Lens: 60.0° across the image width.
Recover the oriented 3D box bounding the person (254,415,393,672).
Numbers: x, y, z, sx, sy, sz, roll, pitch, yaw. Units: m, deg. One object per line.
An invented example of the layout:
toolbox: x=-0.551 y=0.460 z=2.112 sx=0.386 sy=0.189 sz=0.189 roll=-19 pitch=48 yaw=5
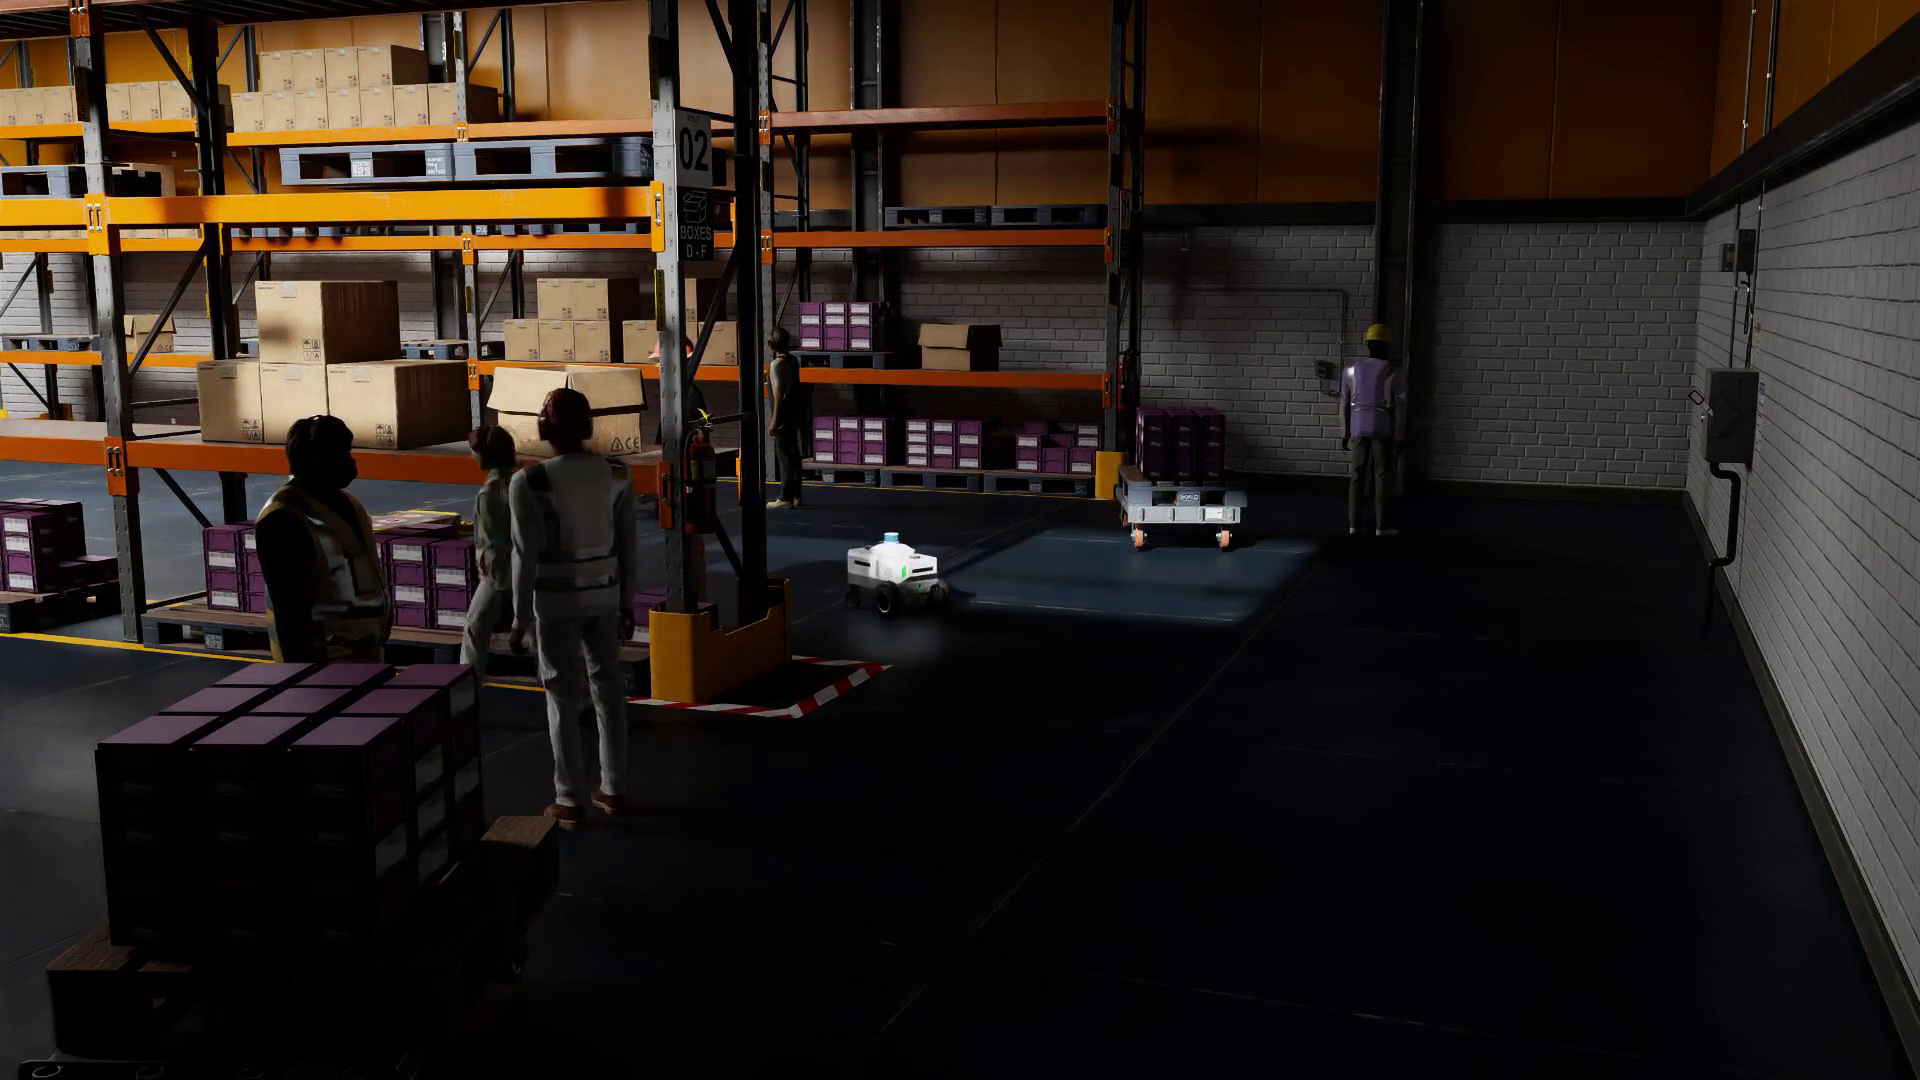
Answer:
person: x=-2.359 y=0.449 z=6.264 sx=0.429 sy=1.844 sz=0.626 roll=0 pitch=9 yaw=1

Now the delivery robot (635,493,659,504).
delivery robot: x=-3.110 y=-0.575 z=16.411 sx=0.477 sy=0.478 sz=0.707 roll=-1 pitch=9 yaw=-7

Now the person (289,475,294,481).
person: x=-6.852 y=-1.217 z=17.356 sx=0.310 sy=1.638 sz=0.523 roll=1 pitch=9 yaw=4

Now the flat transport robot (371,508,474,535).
flat transport robot: x=-4.912 y=-0.088 z=14.546 sx=0.652 sy=0.197 sz=1.431 roll=3 pitch=10 yaw=19

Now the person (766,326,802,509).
person: x=-1.780 y=-1.227 z=16.783 sx=0.349 sy=1.843 sz=0.506 roll=3 pitch=9 yaw=17

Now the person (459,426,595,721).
person: x=-2.300 y=0.197 z=8.617 sx=0.861 sy=1.592 sz=0.496 roll=2 pitch=9 yaw=11

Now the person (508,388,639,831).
person: x=-1.645 y=0.299 z=7.126 sx=0.592 sy=1.890 sz=0.472 roll=-7 pitch=11 yaw=-37

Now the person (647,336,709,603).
person: x=-1.836 y=-0.369 z=10.919 sx=0.390 sy=1.992 sz=0.624 roll=-1 pitch=9 yaw=-5

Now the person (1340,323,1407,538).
person: x=3.732 y=-0.984 z=14.999 sx=0.594 sy=1.922 sz=0.385 roll=6 pitch=11 yaw=32

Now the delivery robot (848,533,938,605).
delivery robot: x=-0.475 y=0.192 z=11.612 sx=0.477 sy=0.478 sz=0.707 roll=-7 pitch=12 yaw=-38
